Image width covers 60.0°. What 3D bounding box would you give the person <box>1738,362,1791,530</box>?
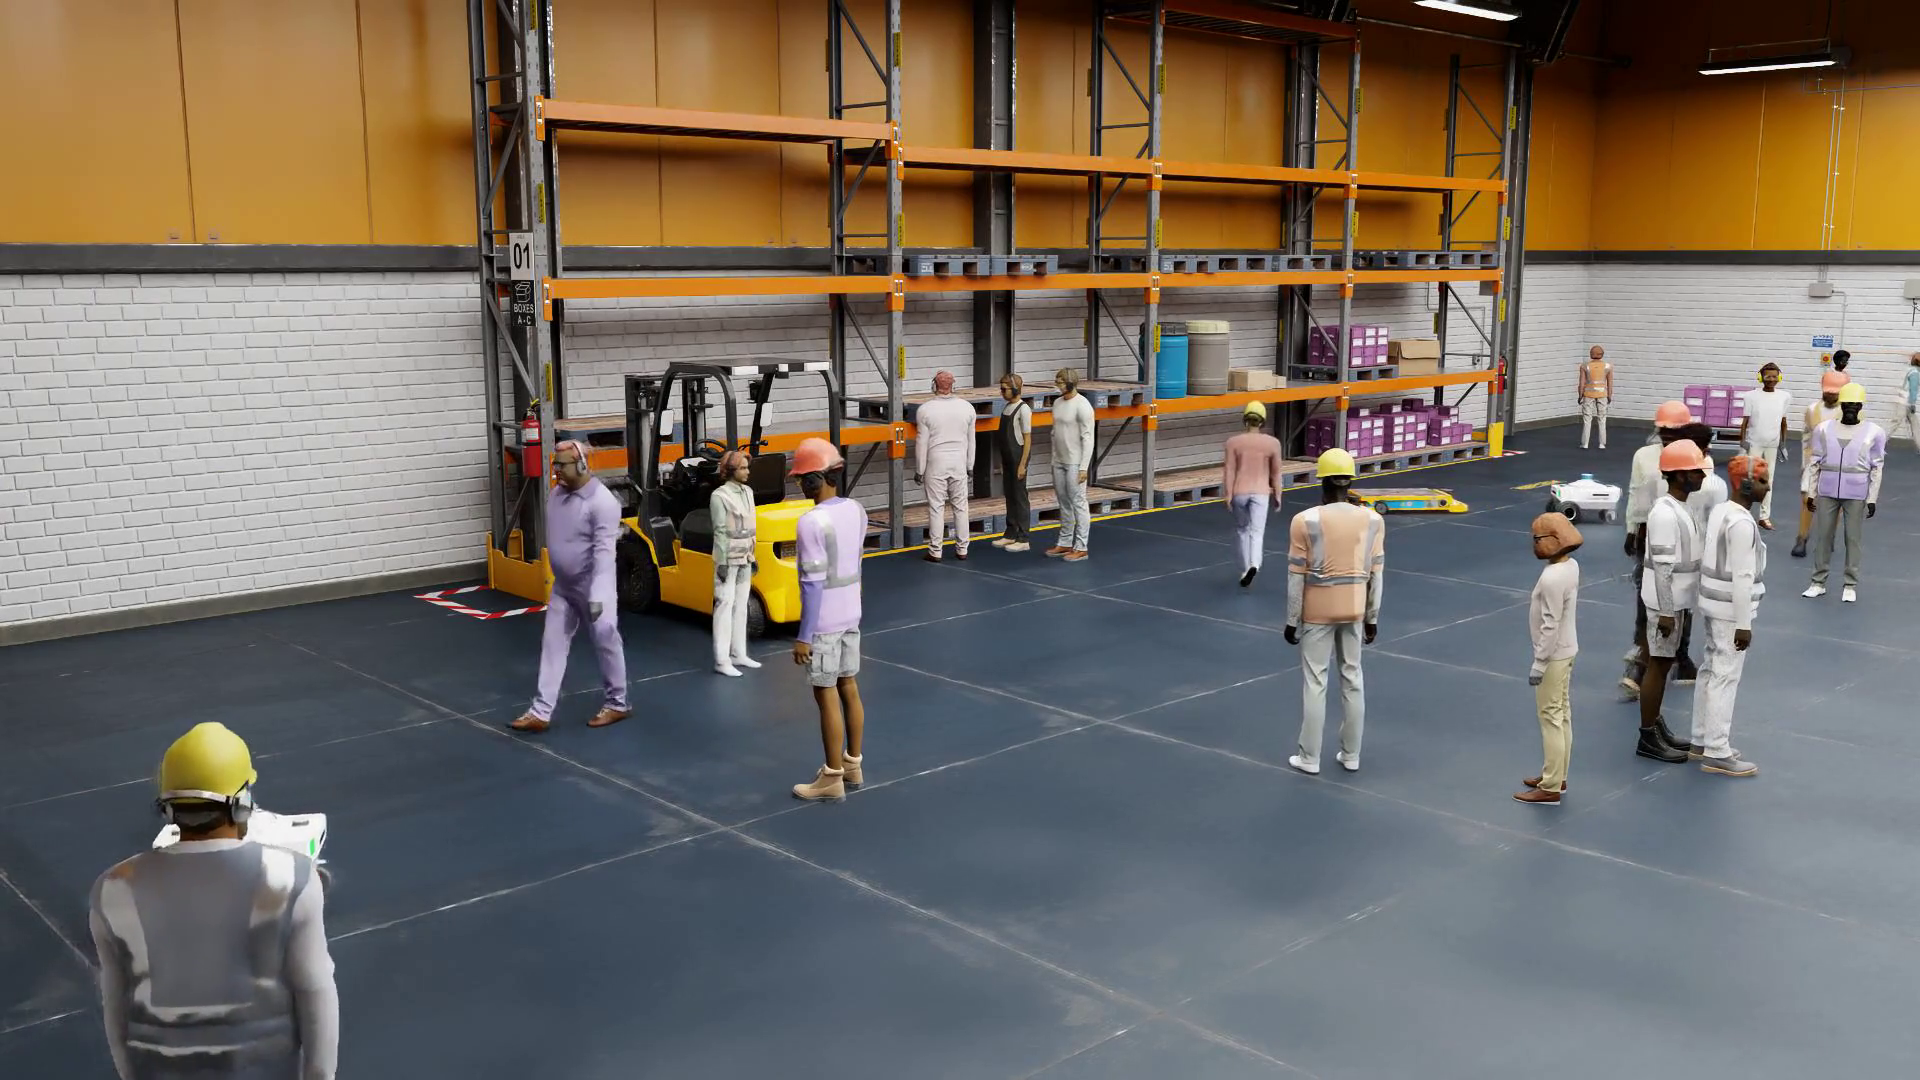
[{"bbox_3d":[8.918,-1.035,18.438,0.512,1.872,0.330,1,10,8],"label":"person"}]

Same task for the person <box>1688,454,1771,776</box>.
[{"bbox_3d":[4.542,0.432,9.805,0.337,1.882,0.585,2,10,10],"label":"person"}]

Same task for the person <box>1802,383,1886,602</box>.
[{"bbox_3d":[7.787,-0.421,14.666,0.588,1.930,0.361,8,13,41],"label":"person"}]

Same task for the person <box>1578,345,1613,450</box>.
[{"bbox_3d":[9.980,-2.235,26.141,0.514,1.640,0.310,2,10,13],"label":"person"}]

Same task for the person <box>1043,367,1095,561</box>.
[{"bbox_3d":[1.104,-0.756,16.613,0.372,1.936,0.629,-5,11,-28],"label":"person"}]

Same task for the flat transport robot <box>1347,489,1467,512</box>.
[{"bbox_3d":[5.240,-0.476,19.842,1.431,0.197,0.652,-1,10,-4],"label":"flat transport robot"}]

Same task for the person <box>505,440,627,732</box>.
[{"bbox_3d":[-2.492,0.315,10.513,0.679,1.868,0.904,8,12,38],"label":"person"}]

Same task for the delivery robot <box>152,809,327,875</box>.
[{"bbox_3d":[-3.295,1.419,7.643,0.707,0.478,0.477,-2,10,-13],"label":"delivery robot"}]

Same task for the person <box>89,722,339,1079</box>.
[{"bbox_3d":[-1.942,1.388,4.392,0.597,1.819,0.479,-2,10,-10],"label":"person"}]

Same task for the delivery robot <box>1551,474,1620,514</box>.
[{"bbox_3d":[7.120,-0.509,18.932,0.707,0.478,0.477,1,10,5],"label":"delivery robot"}]

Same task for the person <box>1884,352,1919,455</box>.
[{"bbox_3d":[14.389,-2.063,25.277,0.885,1.593,0.551,7,12,34],"label":"person"}]

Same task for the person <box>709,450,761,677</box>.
[{"bbox_3d":[-1.642,0.164,12.102,0.310,1.637,0.521,4,10,22],"label":"person"}]

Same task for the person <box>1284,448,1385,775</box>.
[{"bbox_3d":[2.185,0.421,9.777,0.584,1.919,0.391,-2,10,-13],"label":"person"}]

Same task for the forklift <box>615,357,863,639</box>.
[{"bbox_3d":[-1.847,-0.414,13.852,1.214,2.155,2.313,-9,13,-42],"label":"forklift"}]

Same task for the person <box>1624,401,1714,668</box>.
[{"bbox_3d":[5.221,-0.041,12.307,0.405,1.985,0.616,-9,13,-42],"label":"person"}]

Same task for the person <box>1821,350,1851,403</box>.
[{"bbox_3d":[12.599,-1.890,23.960,0.533,1.692,0.322,-6,11,-30],"label":"person"}]

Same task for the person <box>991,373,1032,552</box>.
[{"bbox_3d":[0.553,-0.799,17.149,0.344,1.839,0.504,-4,11,-24],"label":"person"}]

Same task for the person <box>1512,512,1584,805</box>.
[{"bbox_3d":[3.279,0.654,9.243,0.284,1.633,0.498,6,11,31],"label":"person"}]

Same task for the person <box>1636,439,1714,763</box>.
[{"bbox_3d":[4.310,0.360,10.059,0.347,1.943,0.545,6,11,30],"label":"person"}]

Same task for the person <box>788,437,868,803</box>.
[{"bbox_3d":[-0.755,0.445,9.275,0.393,2.041,0.605,5,11,25],"label":"person"}]

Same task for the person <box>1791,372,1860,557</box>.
[{"bbox_3d":[8.704,-0.747,16.738,0.904,1.876,0.570,-9,14,-44],"label":"person"}]

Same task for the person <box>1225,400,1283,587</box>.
[{"bbox_3d":[2.682,-0.410,15.268,0.532,1.716,0.815,2,10,13],"label":"person"}]

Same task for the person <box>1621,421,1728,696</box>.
[{"bbox_3d":[4.938,0.133,11.493,1.026,1.917,0.586,-5,11,-27],"label":"person"}]

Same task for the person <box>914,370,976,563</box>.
[{"bbox_3d":[-0.158,-0.729,16.538,0.636,1.911,0.404,-4,10,-21],"label":"person"}]
